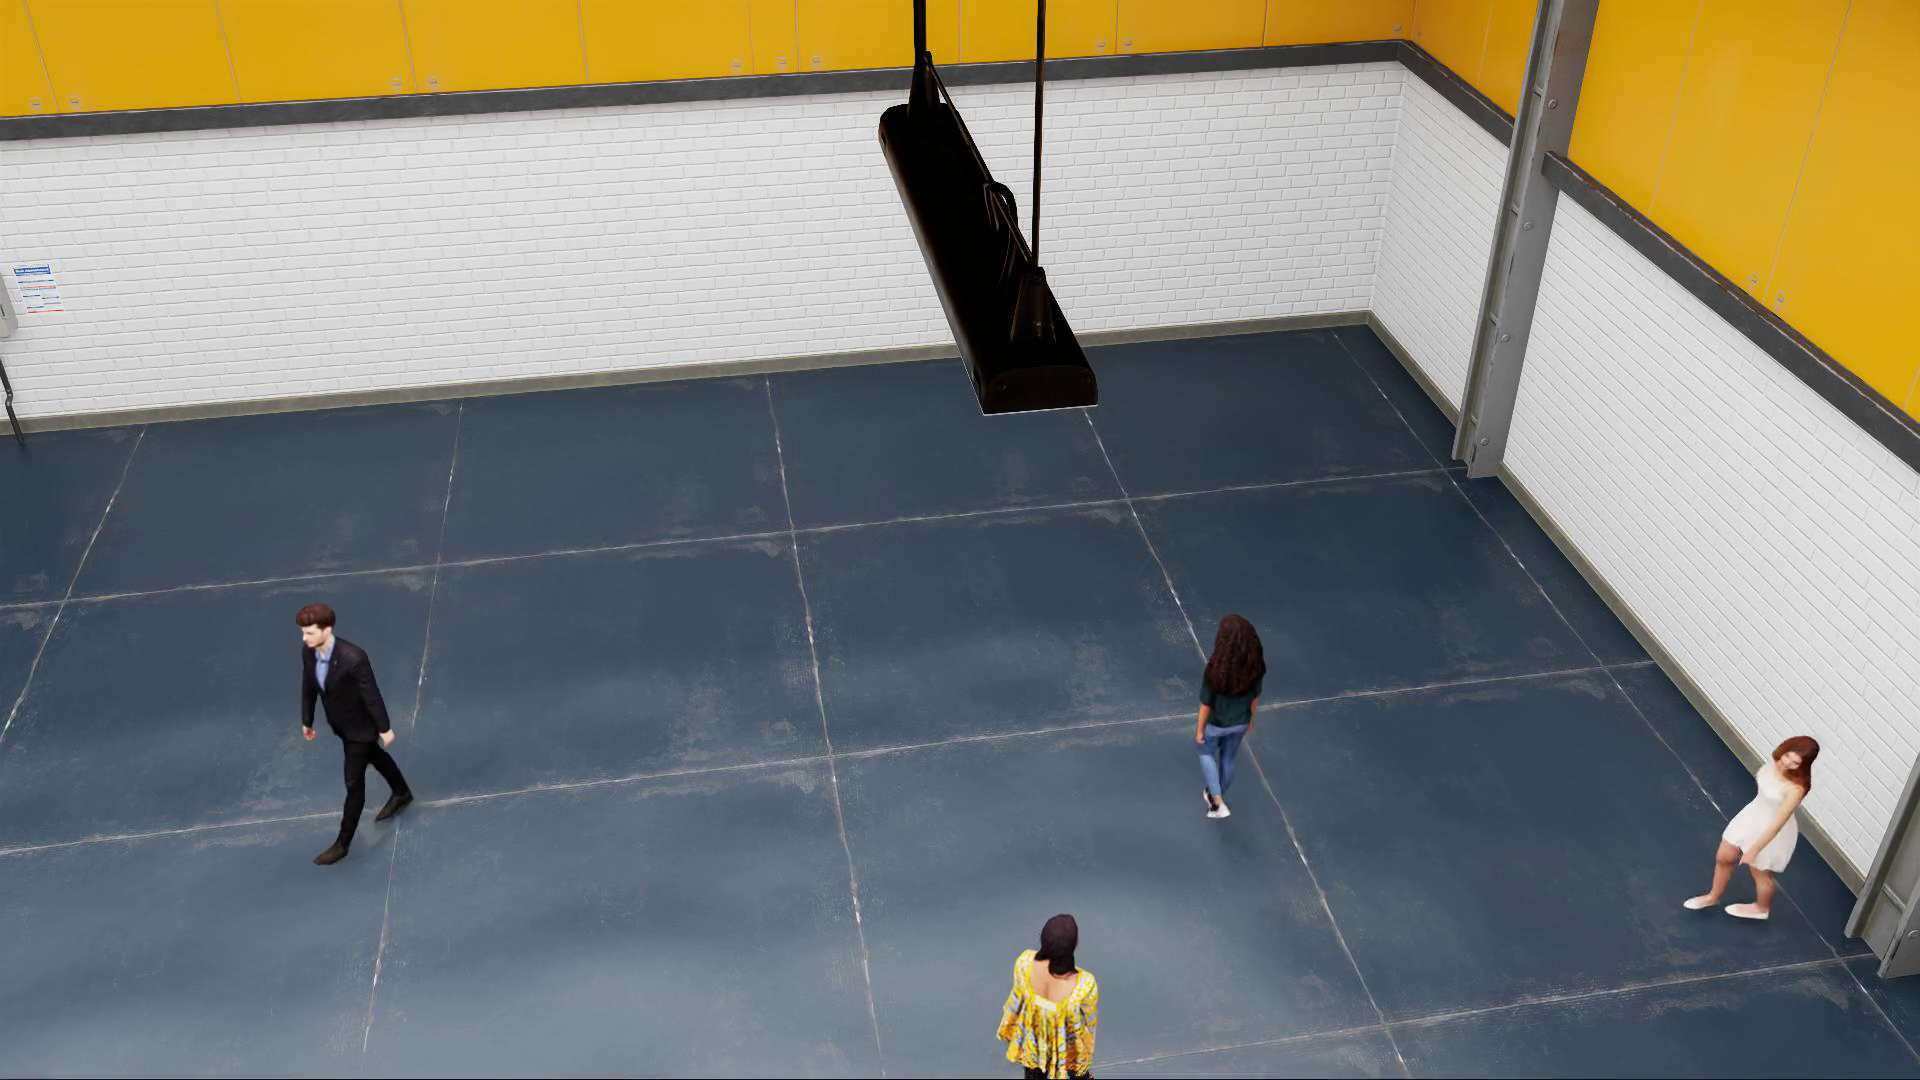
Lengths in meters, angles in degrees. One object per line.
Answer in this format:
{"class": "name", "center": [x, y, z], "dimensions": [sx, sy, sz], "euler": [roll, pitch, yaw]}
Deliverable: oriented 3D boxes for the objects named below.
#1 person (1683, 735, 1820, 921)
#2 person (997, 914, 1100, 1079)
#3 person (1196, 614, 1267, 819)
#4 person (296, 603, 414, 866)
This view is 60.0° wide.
{"class": "person", "center": [4.988, 1.766, 10.177], "dimensions": [0.772, 1.655, 0.754], "euler": [7, 34, 10]}
{"class": "person", "center": [0.459, 2.684, 8.816], "dimensions": [0.930, 1.634, 1.024], "euler": [11, 35, 17]}
{"class": "person", "center": [1.782, 1.242, 11.010], "dimensions": [0.590, 1.607, 0.692], "euler": [-6, 34, -9]}
{"class": "person", "center": [-3.926, 1.149, 10.932], "dimensions": [1.167, 1.848, 1.249], "euler": [19, 38, 26]}
